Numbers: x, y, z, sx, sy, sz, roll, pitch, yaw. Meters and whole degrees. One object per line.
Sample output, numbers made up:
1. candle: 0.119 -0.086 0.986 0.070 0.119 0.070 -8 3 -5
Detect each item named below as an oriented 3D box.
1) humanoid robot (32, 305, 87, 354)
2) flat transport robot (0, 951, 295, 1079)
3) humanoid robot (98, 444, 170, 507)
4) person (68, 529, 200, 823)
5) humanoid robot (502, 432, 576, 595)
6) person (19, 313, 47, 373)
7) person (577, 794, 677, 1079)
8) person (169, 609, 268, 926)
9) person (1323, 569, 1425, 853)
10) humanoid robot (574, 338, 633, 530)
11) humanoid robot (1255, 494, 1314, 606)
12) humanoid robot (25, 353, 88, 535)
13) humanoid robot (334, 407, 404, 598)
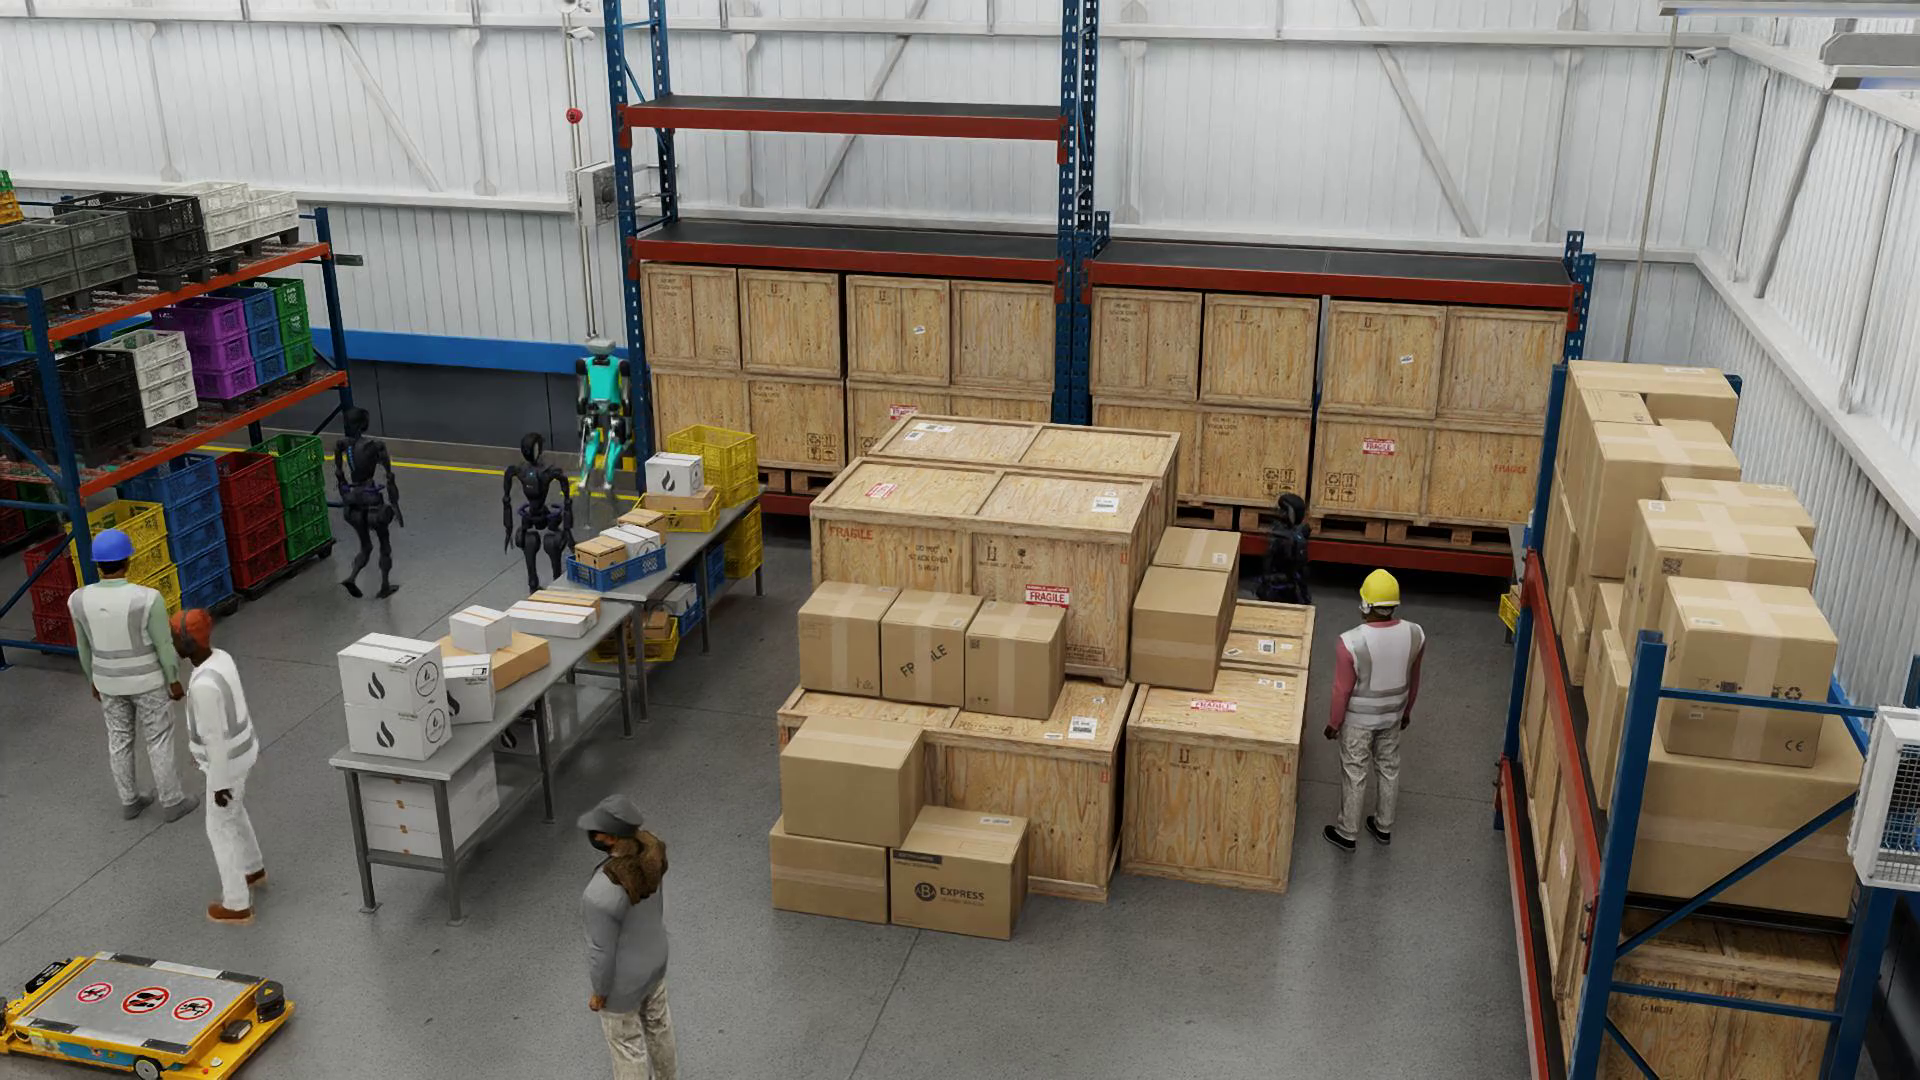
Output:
1. humanoid robot: -9.535 -1.748 17.651 0.609 1.636 0.410 -18 27 -39
2. flat transport robot: -4.270 2.464 8.601 1.431 0.231 0.659 5 22 13
3. humanoid robot: -7.298 -0.618 14.750 0.559 1.885 0.808 16 26 36
4. person: -5.197 0.861 10.458 0.605 1.939 0.421 1 21 3
5. humanoid robot: -3.361 -0.110 13.370 0.609 1.636 0.522 1 21 3
6. person: -9.837 -1.979 17.741 0.613 2.040 0.389 3 21 7
7. person: -1.534 1.980 7.760 0.397 1.769 0.572 7 22 18
8. person: -4.209 1.262 9.499 0.381 1.870 0.603 -5 22 -13
9. person: 2.493 1.041 10.128 0.588 1.834 0.403 -7 22 -17
10. humanoid robot: -3.340 -0.911 15.427 0.530 1.806 0.798 1 21 3
11. humanoid robot: 2.360 0.444 11.929 0.598 1.641 0.609 19 28 40
12. humanoid robot: -8.275 -0.876 15.267 0.692 1.768 0.534 15 26 34
13. humanoid robot: -4.947 -0.284 13.809 0.586 1.639 0.469 6 22 15
